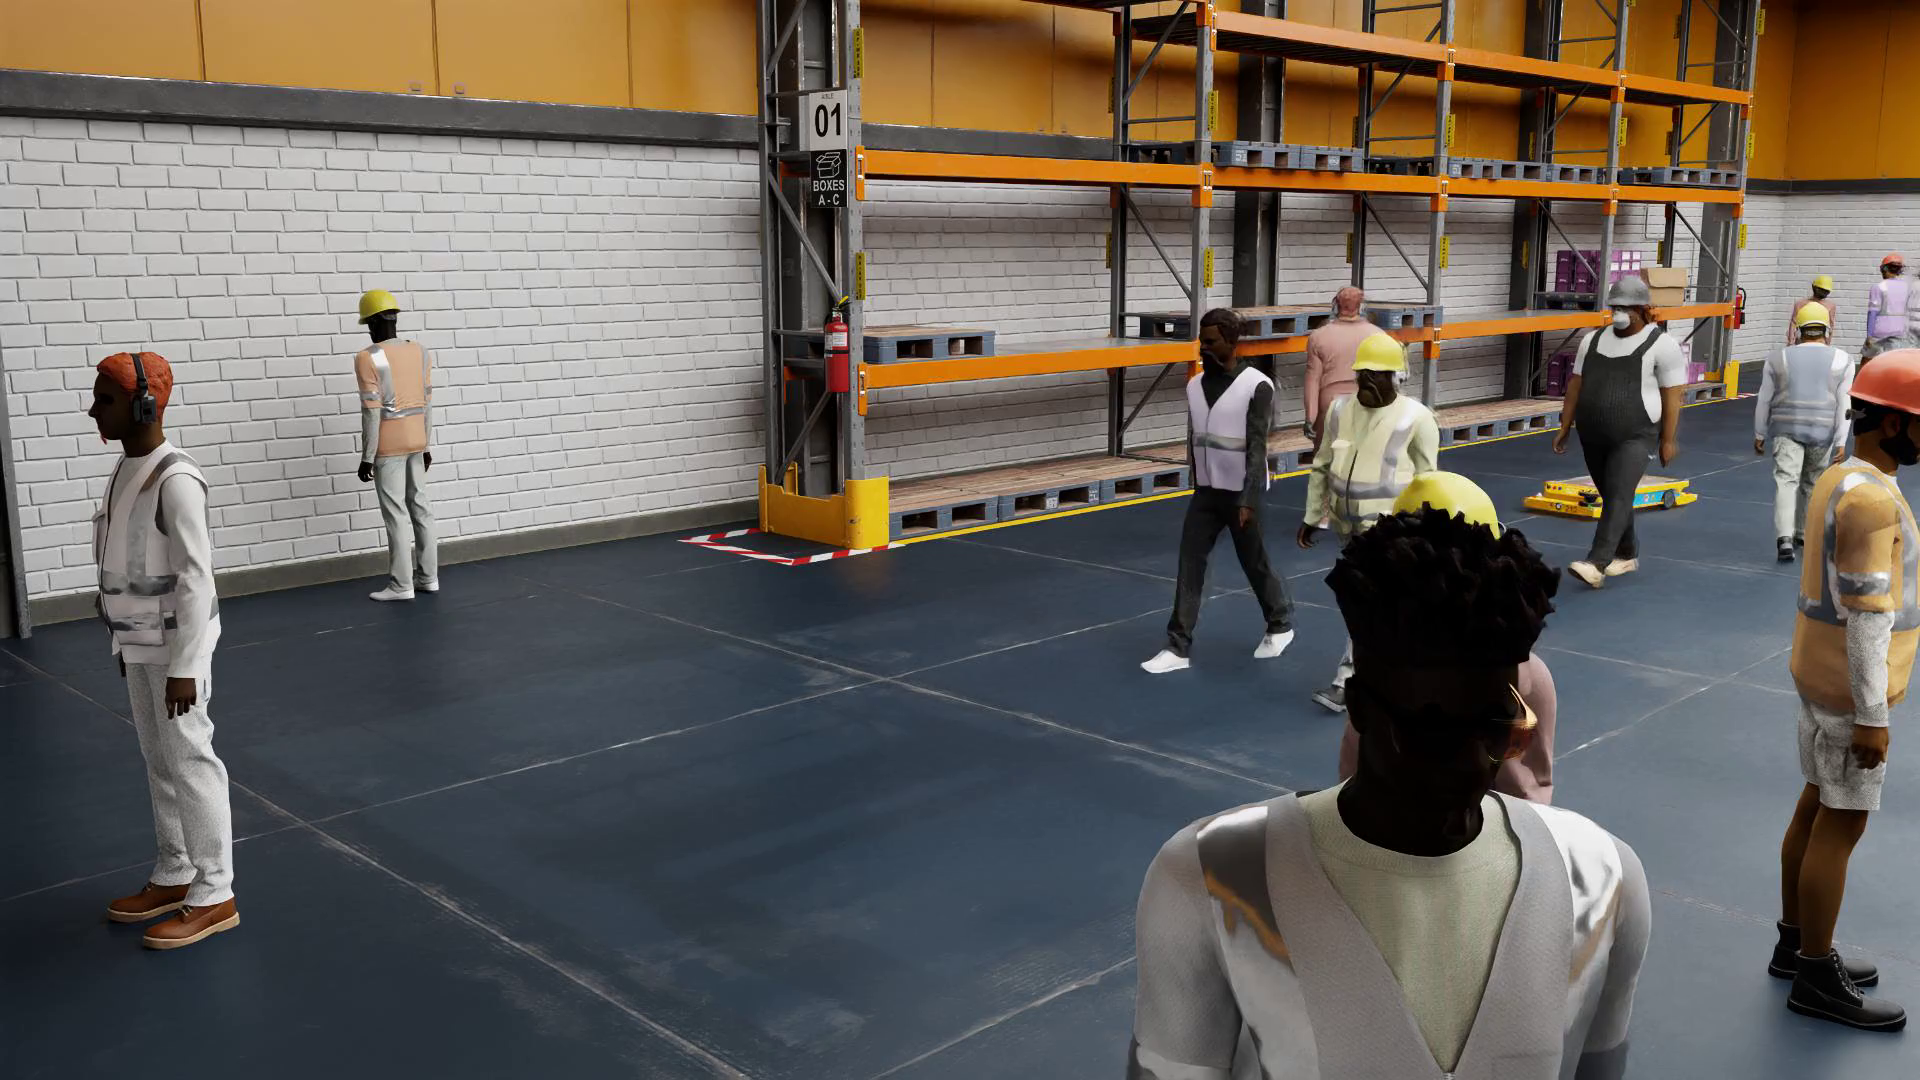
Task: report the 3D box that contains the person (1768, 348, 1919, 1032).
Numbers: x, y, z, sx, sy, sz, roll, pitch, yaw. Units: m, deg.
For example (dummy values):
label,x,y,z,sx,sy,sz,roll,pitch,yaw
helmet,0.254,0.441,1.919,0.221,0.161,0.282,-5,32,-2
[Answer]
label,x,y,z,sx,sy,sz,roll,pitch,yaw
person,2.587,0.418,4.771,0.369,1.929,0.542,3,11,17

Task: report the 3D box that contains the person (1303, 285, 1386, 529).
label,x,y,z,sx,sy,sz,roll,pitch,yaw
person,2.890,-0.950,12.399,0.655,1.879,0.867,0,10,-1

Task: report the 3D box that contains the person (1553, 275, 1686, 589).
label,x,y,z,sx,sy,sz,roll,pitch,yaw
person,4.186,-0.726,10.700,1.023,2.000,0.692,-7,12,-33

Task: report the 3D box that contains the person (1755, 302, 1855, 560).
label,x,y,z,sx,sy,sz,roll,pitch,yaw
person,5.864,-0.758,11.593,0.597,1.788,0.957,5,12,27

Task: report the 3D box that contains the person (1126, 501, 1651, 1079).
label,x,y,z,sx,sy,sz,roll,pitch,yaw
person,0.482,0.925,1.909,0.603,1.964,0.367,-2,11,-9

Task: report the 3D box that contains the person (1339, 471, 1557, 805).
label,x,y,z,sx,sy,sz,roll,pitch,yaw
person,0.980,0.732,3.503,0.316,1.769,0.523,-6,12,-32

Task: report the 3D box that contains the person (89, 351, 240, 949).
label,x,y,z,sx,sy,sz,roll,pitch,yaw
person,-2.547,0.347,5.288,0.356,1.883,0.573,-10,14,-43

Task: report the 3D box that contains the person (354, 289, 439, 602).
label,x,y,z,sx,sy,sz,roll,pitch,yaw
person,-3.487,-0.576,10.226,0.394,1.913,0.591,5,11,23

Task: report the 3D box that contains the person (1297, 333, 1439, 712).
label,x,y,z,sx,sy,sz,roll,pitch,yaw
person,1.964,-0.099,8.007,0.945,1.786,0.593,-9,14,-40

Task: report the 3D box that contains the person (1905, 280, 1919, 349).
label,x,y,z,sx,sy,sz,roll,pitch,yaw
person,13.817,-3.058,23.869,0.490,1.870,0.598,-2,11,-12

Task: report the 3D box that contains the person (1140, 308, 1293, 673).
label,x,y,z,sx,sy,sz,roll,pitch,yaw
person,1.404,-0.262,8.642,0.979,1.877,0.612,-8,13,-38

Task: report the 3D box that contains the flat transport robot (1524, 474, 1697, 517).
label,x,y,z,sx,sy,sz,roll,pitch,yaw
flat transport robot,5.366,-0.387,13.684,1.431,0.197,0.652,-7,13,-34

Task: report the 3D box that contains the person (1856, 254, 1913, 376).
label,x,y,z,sx,sy,sz,roll,pitch,yaw
person,12.003,-2.721,21.709,0.613,1.987,1.006,-1,10,-6

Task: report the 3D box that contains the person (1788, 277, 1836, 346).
label,x,y,z,sx,sy,sz,roll,pitch,yaw
person,10.973,-2.536,21.455,0.563,1.696,0.900,3,11,17
